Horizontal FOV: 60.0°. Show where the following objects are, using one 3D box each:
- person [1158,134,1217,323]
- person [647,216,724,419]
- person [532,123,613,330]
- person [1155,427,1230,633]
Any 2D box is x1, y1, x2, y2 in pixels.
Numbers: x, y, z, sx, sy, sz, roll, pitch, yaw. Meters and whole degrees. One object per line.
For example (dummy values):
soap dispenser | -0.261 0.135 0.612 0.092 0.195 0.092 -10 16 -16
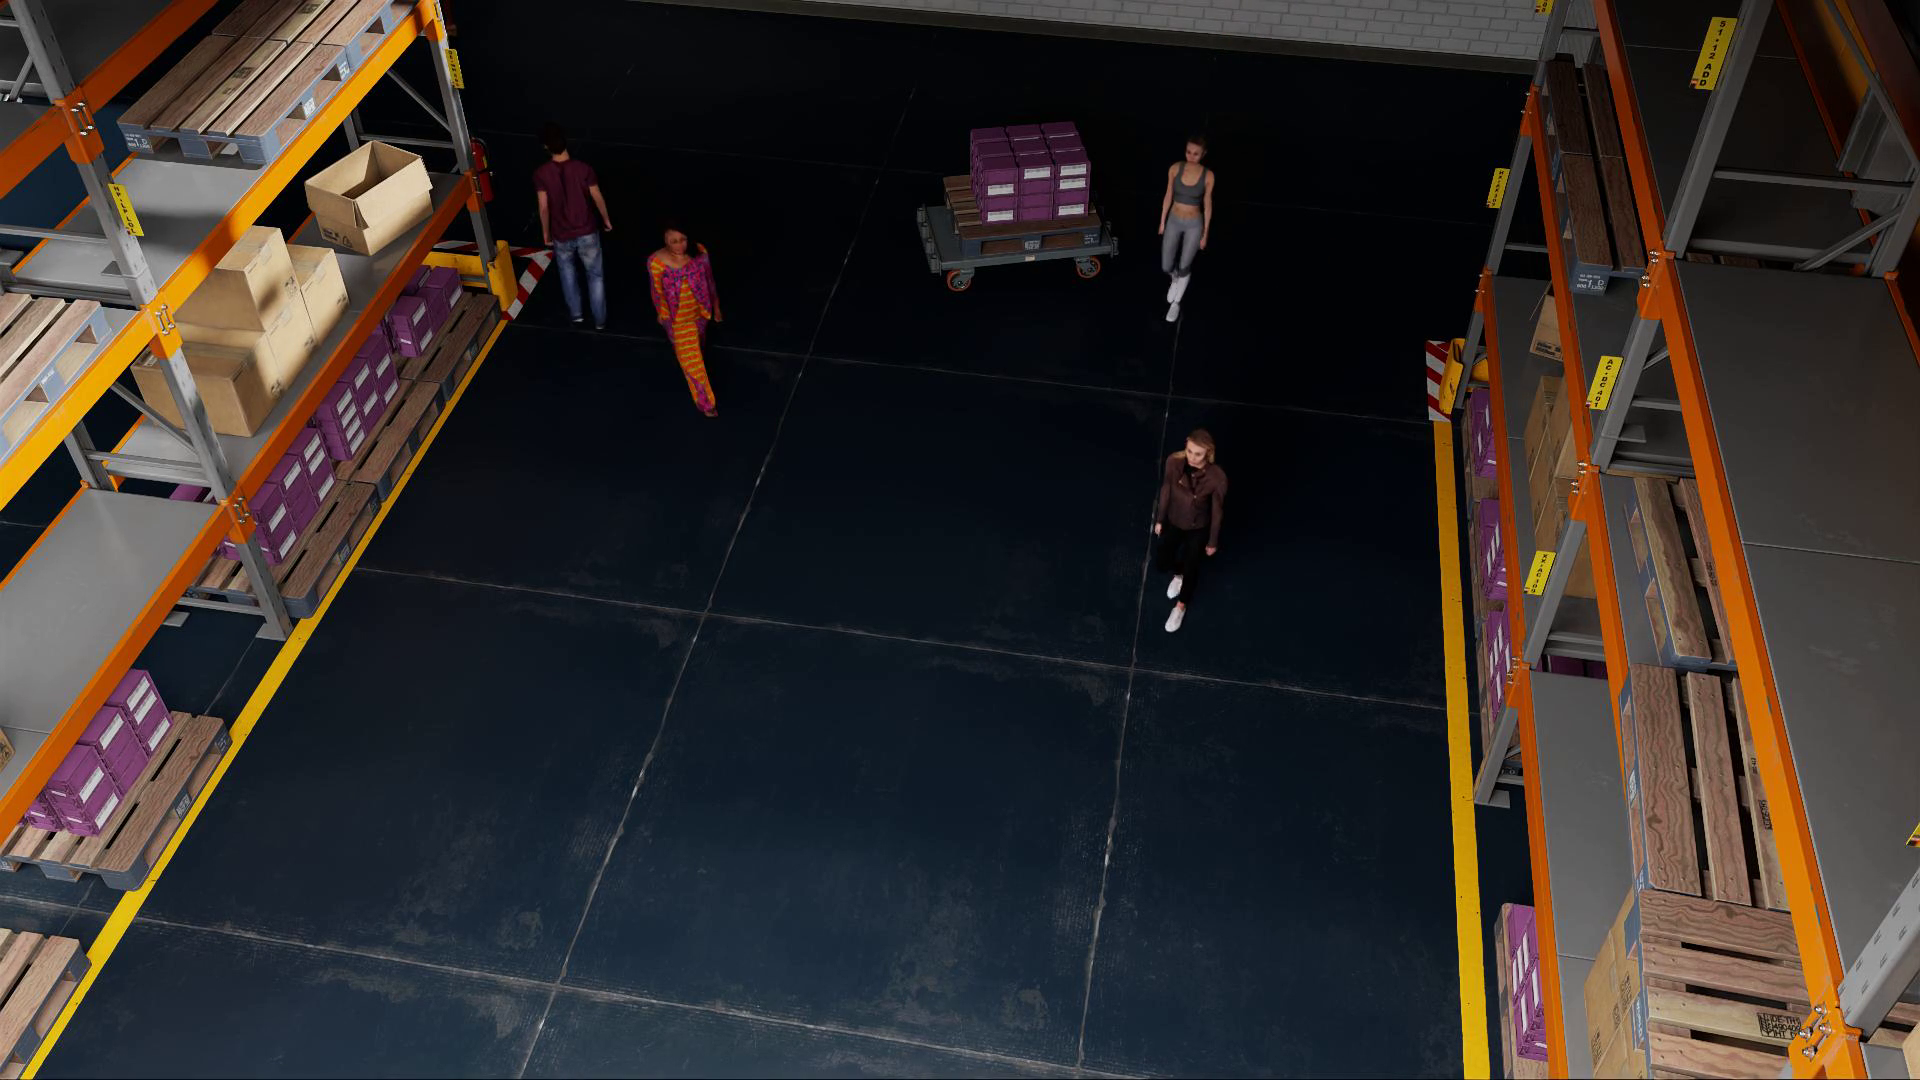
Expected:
person | 1.875 -2.613 13.701 0.644 1.699 0.714 15 46 15
person | -2.134 -1.847 12.912 1.117 1.678 1.232 -21 48 -21
person | -3.131 -2.466 13.447 0.782 1.836 0.748 -2 44 -2
person | 1.552 -0.128 11.100 0.732 1.688 0.790 22 48 22
